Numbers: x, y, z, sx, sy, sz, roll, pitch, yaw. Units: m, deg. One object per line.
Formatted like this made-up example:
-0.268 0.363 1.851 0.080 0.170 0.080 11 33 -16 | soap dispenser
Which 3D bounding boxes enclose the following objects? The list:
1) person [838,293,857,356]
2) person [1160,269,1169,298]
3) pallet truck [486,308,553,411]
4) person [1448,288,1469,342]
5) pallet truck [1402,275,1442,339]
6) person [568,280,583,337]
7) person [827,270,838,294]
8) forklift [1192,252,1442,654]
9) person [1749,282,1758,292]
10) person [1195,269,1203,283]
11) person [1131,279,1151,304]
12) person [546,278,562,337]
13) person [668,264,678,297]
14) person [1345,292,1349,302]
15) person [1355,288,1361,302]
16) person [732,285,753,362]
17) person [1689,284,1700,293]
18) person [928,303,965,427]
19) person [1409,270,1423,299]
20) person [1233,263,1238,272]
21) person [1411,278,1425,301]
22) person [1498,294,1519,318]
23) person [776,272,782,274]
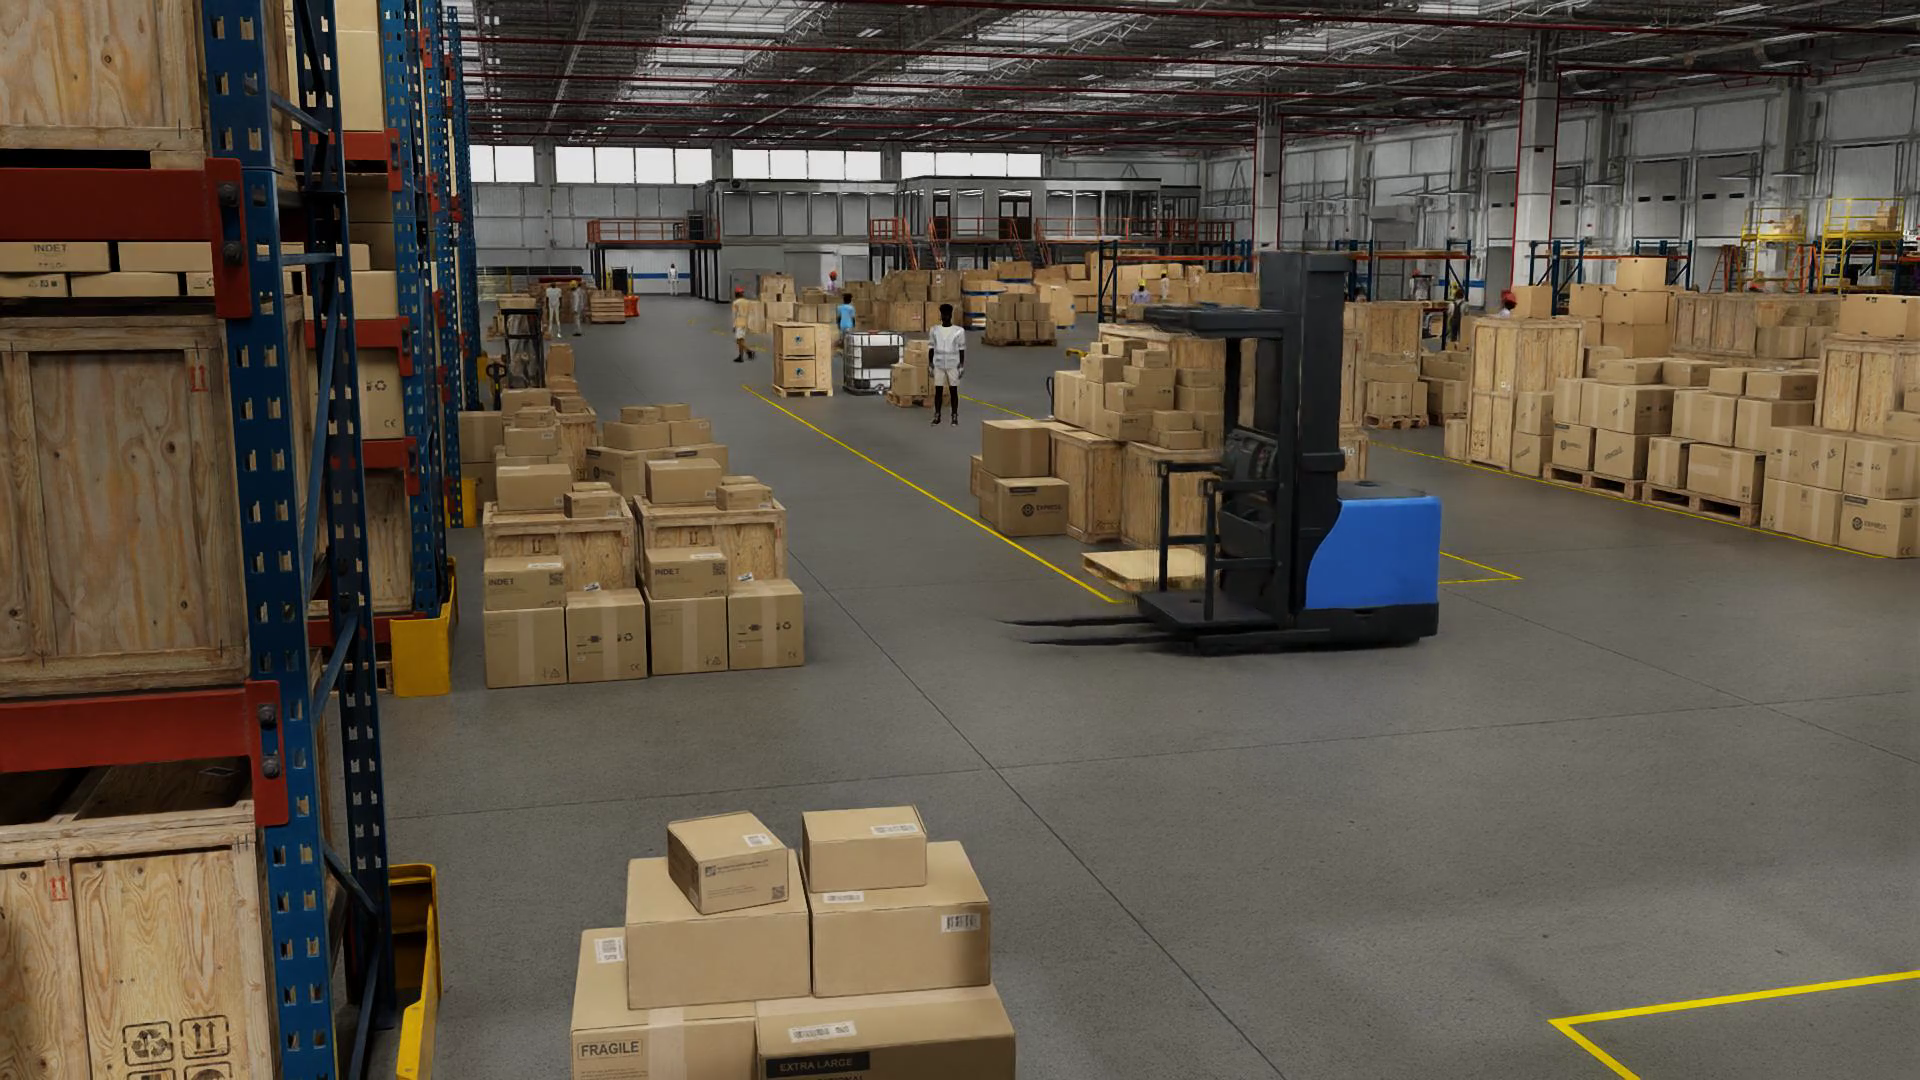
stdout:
-2.852 -5.453 42.440 0.567 1.673 0.403 7 12 36 | person
8.393 -10.166 68.448 0.386 1.923 0.593 5 11 25 | person
-6.242 -2.418 24.362 0.823 1.965 1.885 1 10 3 | pallet truck
12.395 -5.334 41.349 0.534 1.822 0.627 6 12 31 | person
14.620 -7.324 52.145 0.823 1.965 1.885 8 13 40 | pallet truck
-12.263 -7.388 53.073 0.426 1.806 0.662 -2 10 -11 | person
-4.392 -8.291 57.497 0.394 2.039 0.613 1 10 3 | person
2.462 -0.689 12.077 1.873 2.768 1.129 -2 10 -12 | forklift
21.440 -6.006 44.946 0.591 1.903 0.623 -2 10 -11 | person
10.202 -10.499 70.432 1.012 1.878 0.641 4 11 24 | person
5.493 -6.992 50.553 0.591 1.900 0.819 0 10 -1 | person
-12.853 -7.352 52.654 0.518 1.876 0.326 -1 10 -8 | person
-16.311 -14.762 94.590 0.576 1.882 0.355 -2 10 -12 | person
7.936 -4.201 34.685 0.378 1.917 0.598 -4 11 -23 | person
11.631 -6.611 49.077 0.868 1.646 0.541 -1 10 -3 | person
-5.358 -5.320 41.049 0.651 1.920 0.543 9 13 41 | person
18.089 -5.336 41.073 0.627 1.933 0.371 4 11 21 | person
-0.221 -2.791 26.565 0.607 1.966 0.367 2 10 10 | person
18.796 -10.172 68.547 0.551 1.908 0.940 6 11 29 | person
14.848 -14.064 90.383 0.620 1.976 0.797 5 11 28 | person
14.894 -7.598 54.137 0.430 1.843 0.625 2 10 11 | person
11.140 -4.121 34.309 0.676 1.893 0.621 3 10 14 | person
-7.147 -9.606 65.446 0.325 1.865 0.516 -10 14 -44 | person
